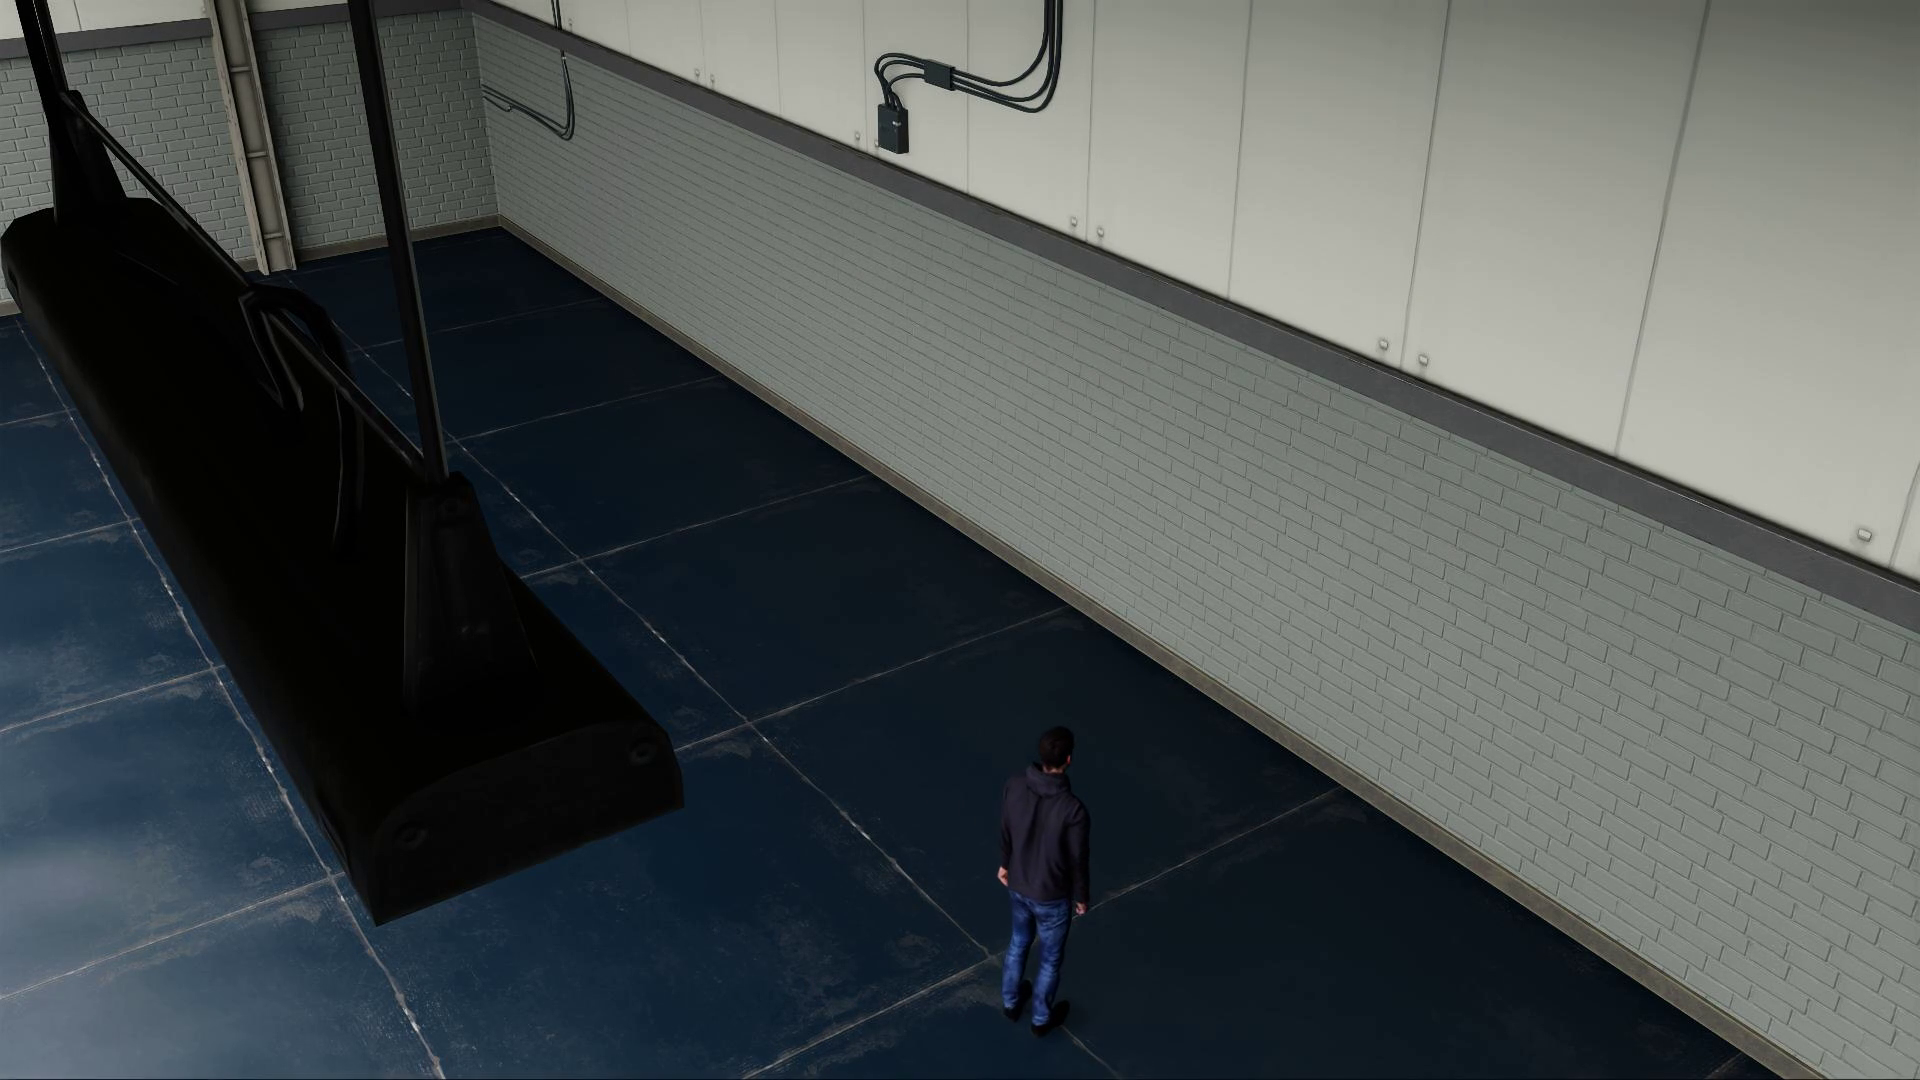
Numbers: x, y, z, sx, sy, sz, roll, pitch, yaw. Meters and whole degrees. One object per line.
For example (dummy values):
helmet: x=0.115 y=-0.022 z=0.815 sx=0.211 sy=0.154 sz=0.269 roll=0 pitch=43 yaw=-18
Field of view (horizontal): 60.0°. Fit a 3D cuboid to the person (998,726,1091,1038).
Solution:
person: x=0.427 y=1.871 z=9.033 sx=0.789 sy=1.871 sz=0.760 roll=20 pitch=34 yaw=33
